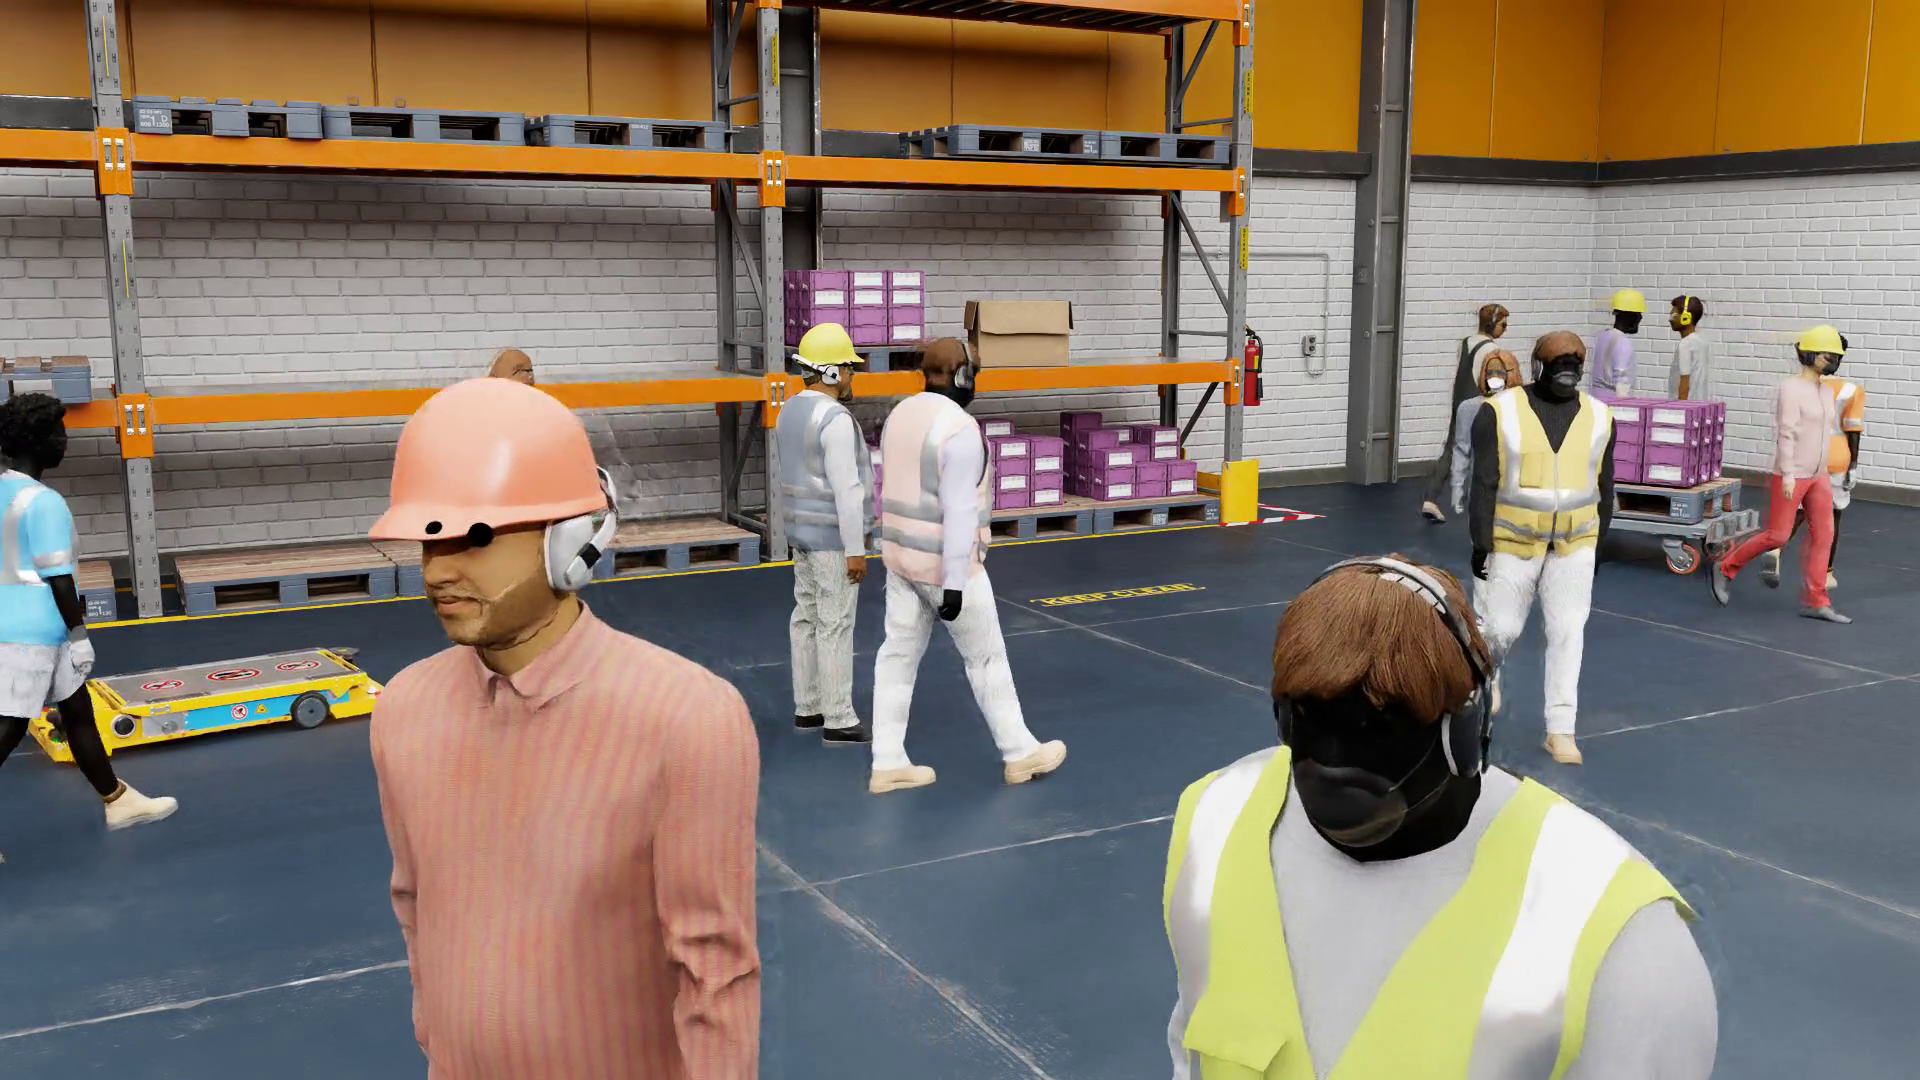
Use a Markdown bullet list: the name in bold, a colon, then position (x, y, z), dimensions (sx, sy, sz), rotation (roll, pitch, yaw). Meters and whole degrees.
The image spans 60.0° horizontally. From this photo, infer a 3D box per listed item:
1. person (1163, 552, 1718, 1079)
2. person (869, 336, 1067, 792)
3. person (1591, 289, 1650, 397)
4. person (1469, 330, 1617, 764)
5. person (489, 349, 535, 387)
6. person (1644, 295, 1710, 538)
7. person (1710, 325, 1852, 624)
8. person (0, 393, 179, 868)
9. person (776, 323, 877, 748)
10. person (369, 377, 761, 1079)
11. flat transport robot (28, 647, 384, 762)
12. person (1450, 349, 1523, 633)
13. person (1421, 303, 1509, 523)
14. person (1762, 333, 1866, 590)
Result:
- **person**: position (0.456, 0.898, 1.802), dimensions (0.642, 1.783, 0.988), rotation (7, 12, 37)
- **person**: position (0.003, 0.097, 6.630), dimensions (0.872, 1.795, 0.621), rotation (-7, 11, -35)
- **person**: position (5.174, -1.044, 13.246), dimensions (0.679, 1.901, 0.614), rotation (1, 9, 5)
- **person**: position (2.499, -0.006, 7.212), dimensions (0.627, 1.814, 0.802), rotation (1, 9, 6)
- **person**: position (-2.484, -0.282, 9.541), dimensions (0.763, 1.605, 0.520), rotation (-7, 12, -37)
- **person**: position (5.462, -0.933, 12.709), dimensions (0.487, 1.856, 0.553), rotation (8, 12, 40)
- **person**: position (4.904, -0.401, 9.829), dimensions (0.531, 1.740, 0.736), rotation (-6, 11, -30)
- **person**: position (-3.244, 0.311, 5.795), dimensions (0.534, 1.642, 0.886), rotation (9, 13, 43)
- **person**: position (-0.565, -0.020, 7.231), dimensions (0.404, 1.833, 0.590), rotation (-6, 11, -32)
- **person**: position (-0.487, 0.740, 2.267), dimensions (0.602, 1.949, 1.017), rotation (3, 10, 18)
- **flat transport robot**: position (-3.357, 0.714, 7.507), dimensions (1.431, 0.197, 0.652), rotation (-7, 12, -37)
- **person**: position (3.010, -0.260, 9.332), dimensions (0.520, 1.619, 0.353), rotation (5, 11, 28)
- **person**: position (4.088, -1.011, 13.424), dimensions (0.888, 1.800, 0.584), rotation (-5, 11, -29)
- **person**: position (5.393, -0.481, 10.525), dimensions (0.691, 1.668, 0.537), rotation (-9, 13, -43)
